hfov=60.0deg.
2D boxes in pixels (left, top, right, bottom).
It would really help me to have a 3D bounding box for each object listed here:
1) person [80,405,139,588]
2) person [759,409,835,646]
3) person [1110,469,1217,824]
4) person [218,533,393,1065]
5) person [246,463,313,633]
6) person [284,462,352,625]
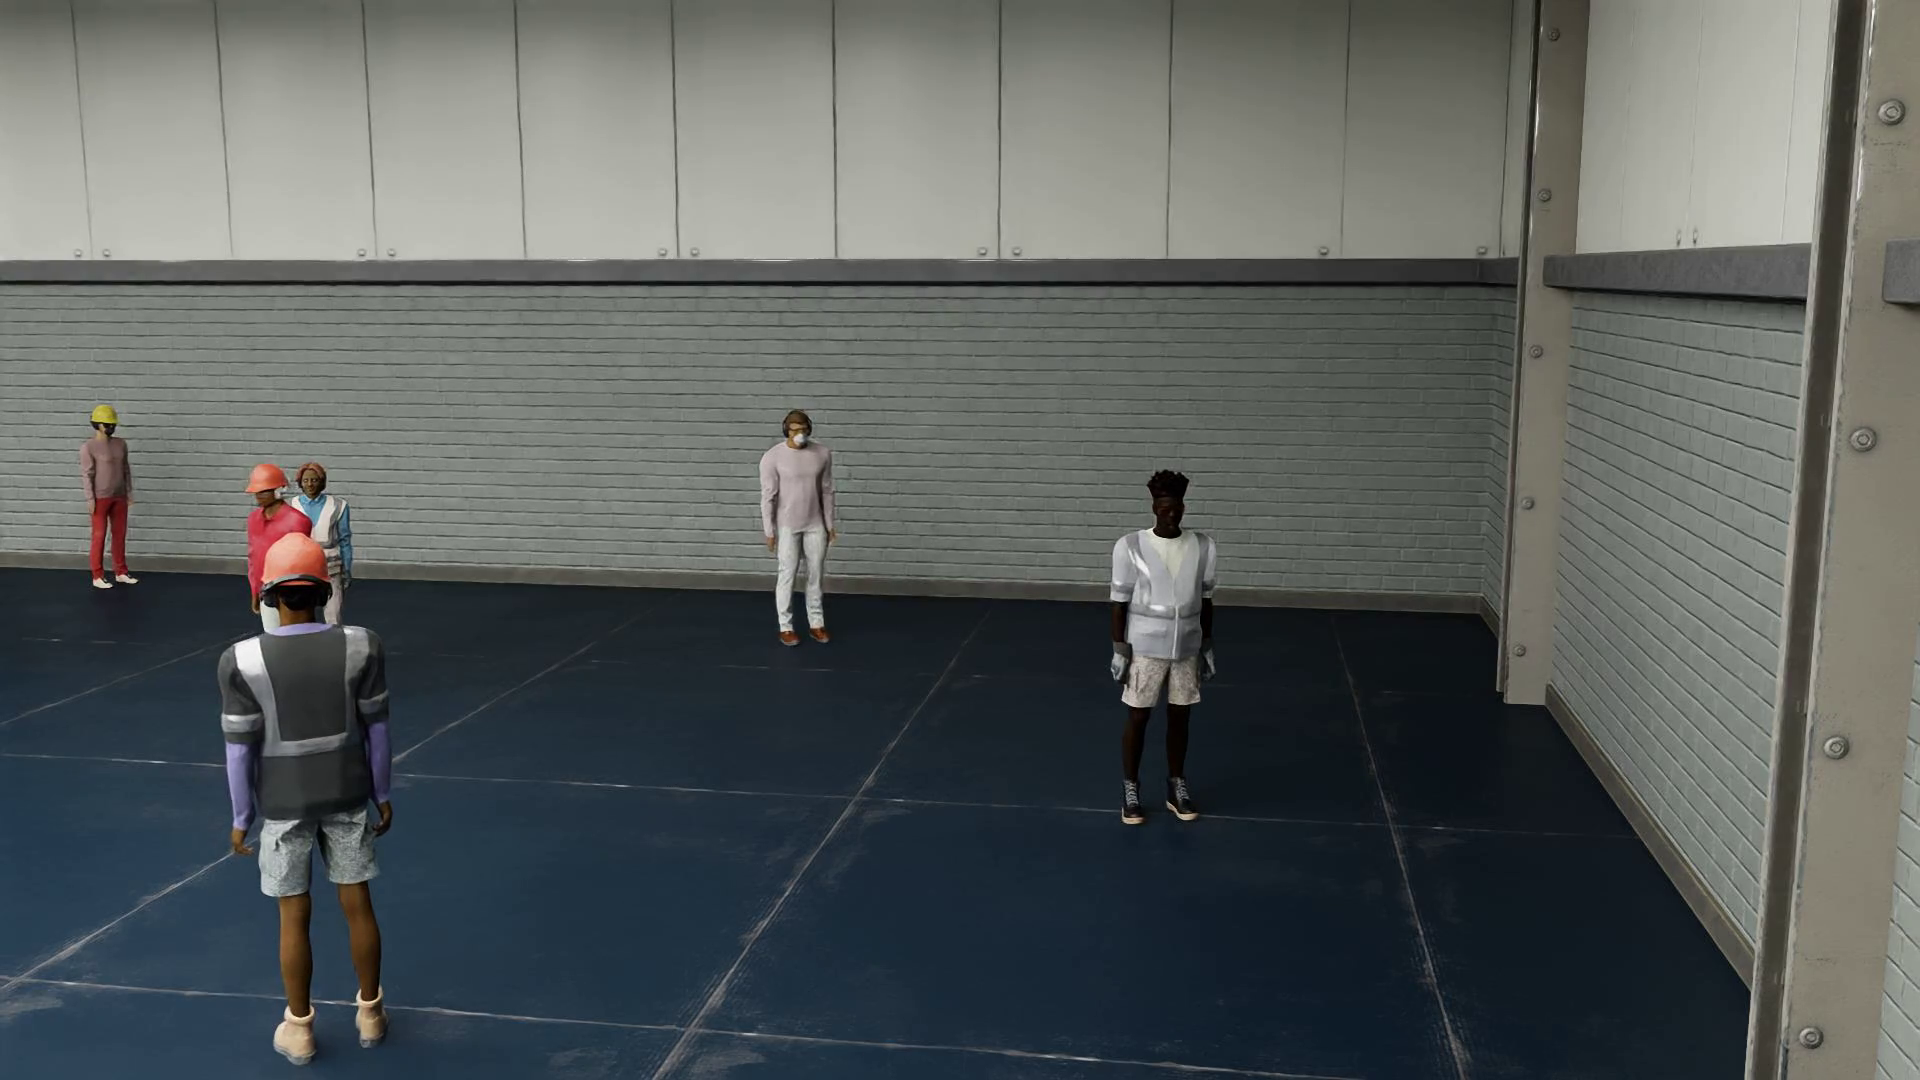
[{"bbox_3d":[-8.150,-0.417,15.943,0.338,1.757,0.518,3,10,19],"label":"person"},{"bbox_3d":[-1.313,-0.103,13.495,0.636,1.929,0.373,-6,11,-31],"label":"person"},{"bbox_3d":[1.122,0.582,9.135,0.613,1.963,0.362,-2,9,-13],"label":"person"},{"bbox_3d":[-2.496,0.987,6.398,0.605,2.045,0.381,-5,11,-30],"label":"person"},{"bbox_3d":[-4.635,0.342,11.308,0.566,1.742,0.356,5,10,26],"label":"person"},{"bbox_3d":[-4.734,0.243,12.230,0.511,1.641,0.307,-4,10,-21],"label":"person"}]
